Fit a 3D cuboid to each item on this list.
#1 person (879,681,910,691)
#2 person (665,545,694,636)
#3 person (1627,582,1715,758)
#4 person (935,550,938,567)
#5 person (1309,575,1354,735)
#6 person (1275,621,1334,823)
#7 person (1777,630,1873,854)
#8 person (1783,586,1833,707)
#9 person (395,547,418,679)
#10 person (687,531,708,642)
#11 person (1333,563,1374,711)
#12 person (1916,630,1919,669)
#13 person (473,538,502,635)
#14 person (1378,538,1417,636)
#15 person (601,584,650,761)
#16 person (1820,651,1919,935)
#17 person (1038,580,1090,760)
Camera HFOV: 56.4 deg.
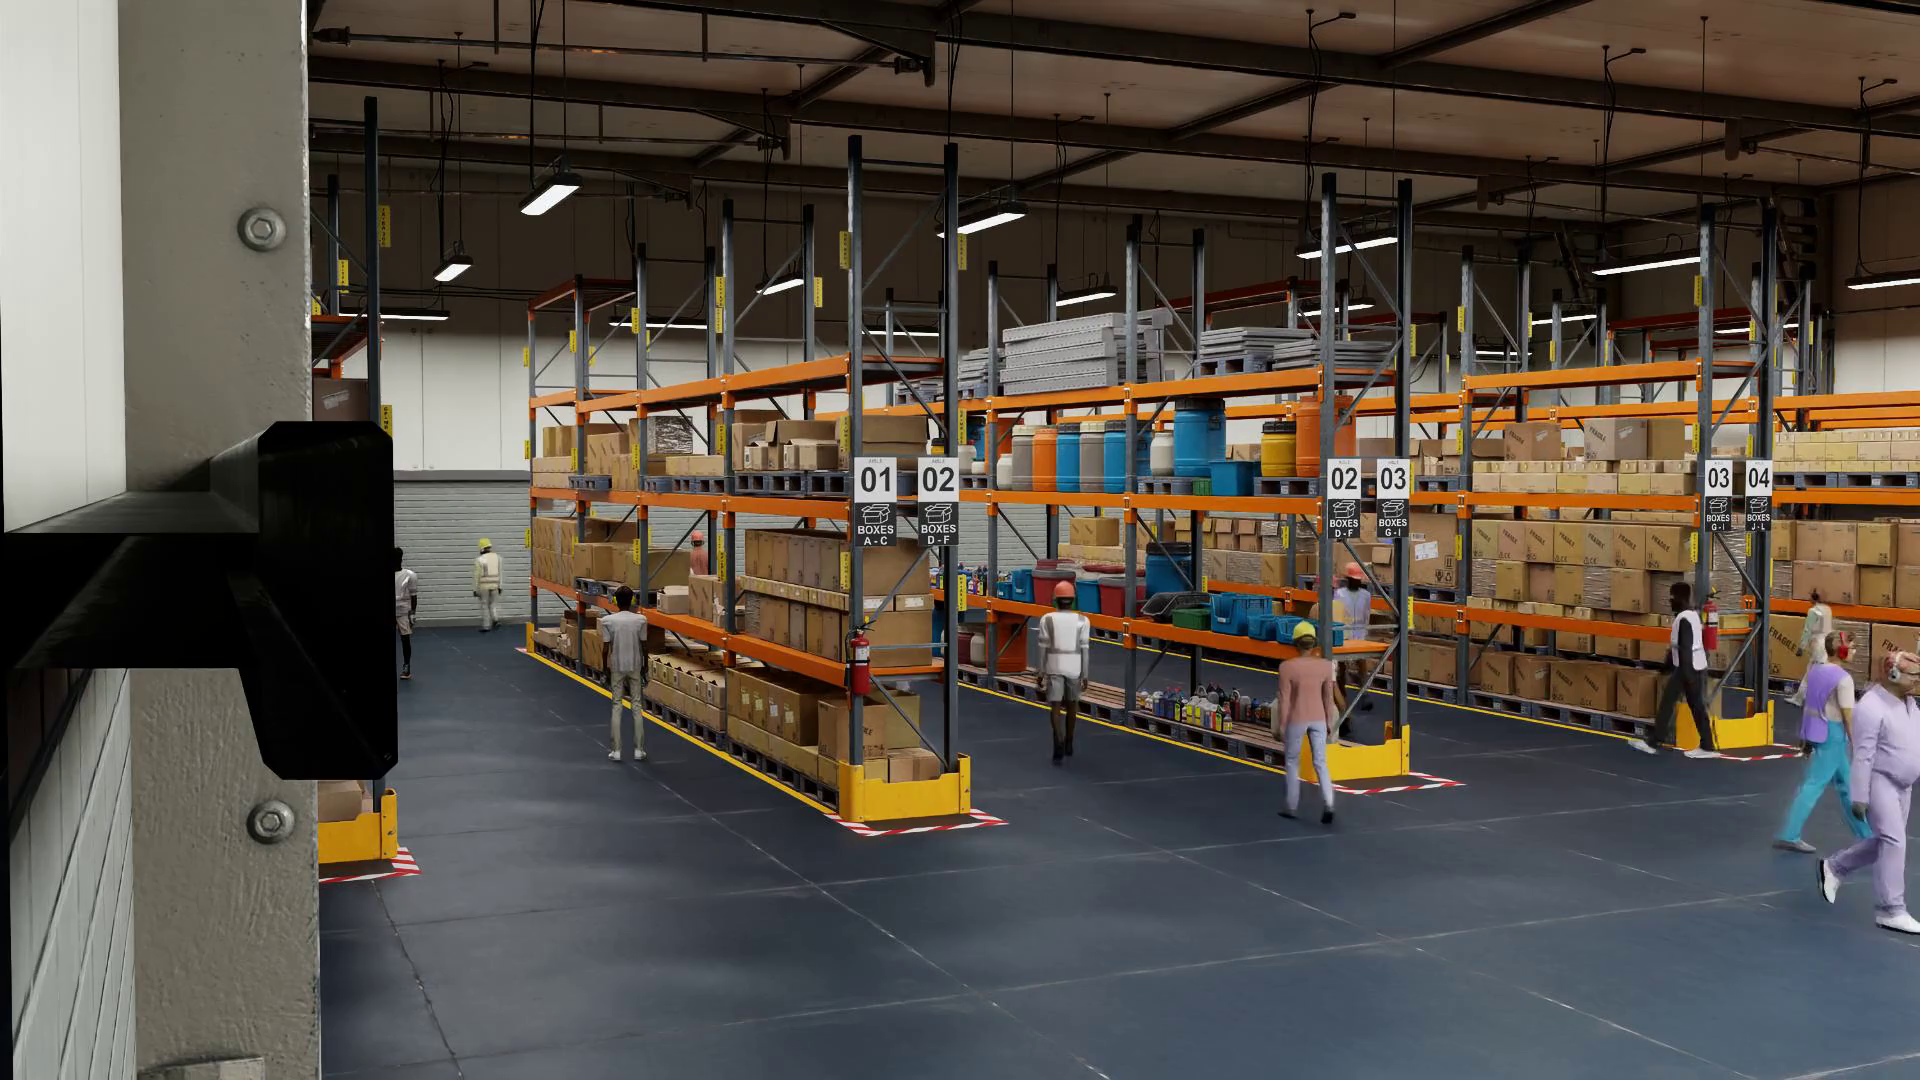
[{"bbox_3d":[-0.768,1.319,19.755,0.604,2.008,1.031,-1,2,-25],"label":"person"},{"bbox_3d":[-4.509,1.039,28.254,0.688,1.900,0.760,-1,2,-21],"label":"person"},{"bbox_3d":[7.699,1.394,19.350,0.964,1.867,0.592,1,3,30],"label":"person"},{"bbox_3d":[-0.325,0.760,34.481,0.409,1.986,0.625,1,2,24],"label":"person"},{"bbox_3d":[4.310,1.326,21.093,0.560,1.881,1.039,-2,3,-36],"label":"person"},{"bbox_3d":[3.046,1.604,15.777,0.534,1.790,0.467,0,2,-12],"label":"person"},{"bbox_3d":[7.040,1.622,14.362,0.994,1.793,0.587,0,2,5],"label":"person"},{"bbox_3d":[10.867,1.388,22.867,0.535,1.596,0.828,-2,3,-41],"label":"person"},{"bbox_3d":[-8.342,1.076,26.531,0.604,1.959,0.377,0,2,7],"label":"person"},{"bbox_3d":[-4.724,0.834,32.364,0.611,1.997,0.375,-1,2,-14],"label":"person"},{"bbox_3d":[5.041,1.247,22.939,0.547,1.883,0.964,0,2,-4],"label":"person"},{"bbox_3d":[10.545,1.345,19.115,0.613,1.986,1.041,0,2,9],"label":"person"},{"bbox_3d":[-8.900,0.869,33.687,0.422,1.816,0.625,2,3,37],"label":"person"},{"bbox_3d":[7.660,0.908,31.580,0.615,1.917,0.898,-1,2,-25],"label":"person"},{"bbox_3d":[-3.563,1.404,19.083,0.513,1.875,0.328,-1,2,-14],"label":"person"},{"bbox_3d":[6.230,1.671,12.205,0.675,1.873,0.792,-2,3,-36],"label":"person"},{"bbox_3d":[1.112,1.389,19.166,0.556,1.910,0.896,0,2,1],"label":"person"}]
